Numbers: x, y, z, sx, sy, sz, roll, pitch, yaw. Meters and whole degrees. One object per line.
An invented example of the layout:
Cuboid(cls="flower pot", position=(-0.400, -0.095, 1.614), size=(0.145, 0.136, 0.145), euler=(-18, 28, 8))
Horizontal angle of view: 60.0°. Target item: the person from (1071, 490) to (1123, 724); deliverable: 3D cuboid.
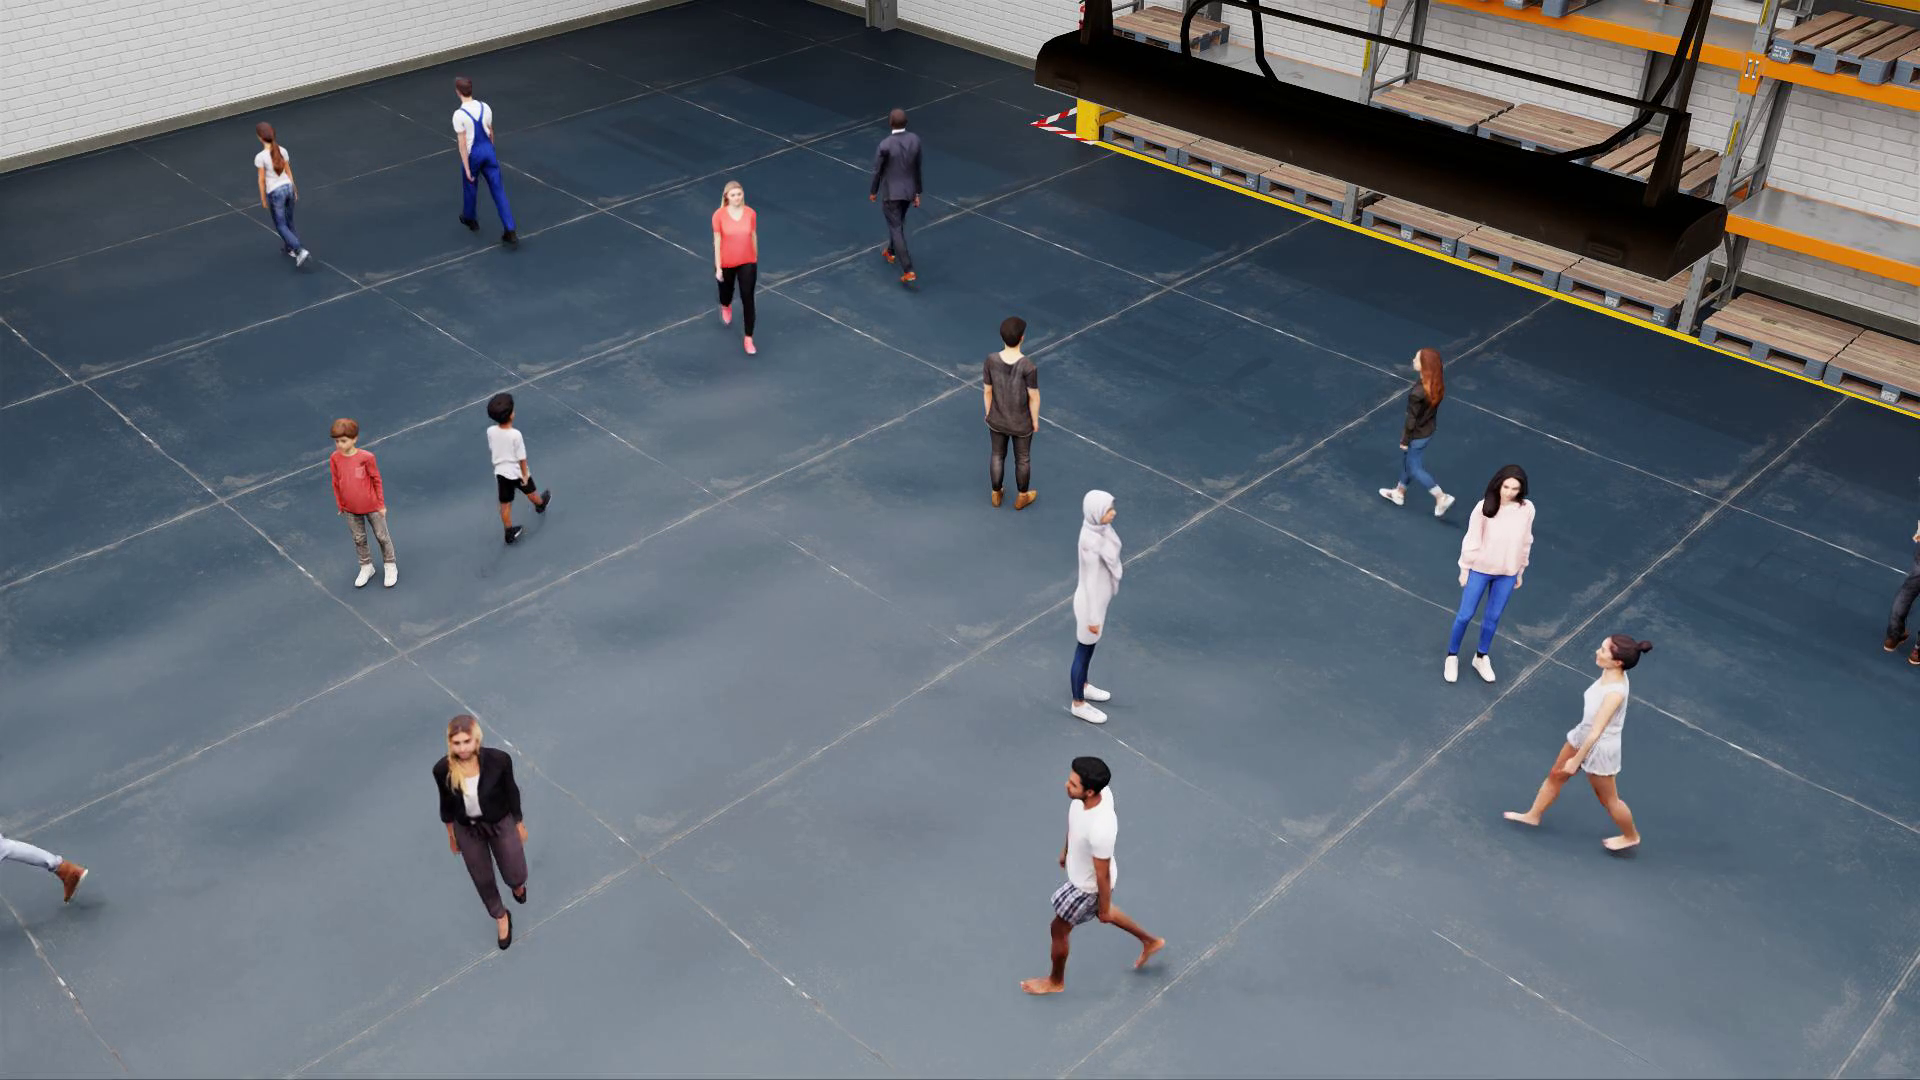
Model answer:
Cuboid(cls="person", position=(0.895, 0.428, 11.311), size=(0.691, 1.775, 0.688), euler=(9, 35, 13))

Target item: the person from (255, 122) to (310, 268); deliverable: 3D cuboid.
Cuboid(cls="person", position=(-7.202, -3.661, 17.674), size=(0.959, 1.540, 0.612), euler=(24, 40, 31))

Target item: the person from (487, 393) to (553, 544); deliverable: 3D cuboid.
Cuboid(cls="person", position=(-3.616, -0.541, 13.264), size=(0.860, 1.226, 0.827), euler=(8, 34, 11))

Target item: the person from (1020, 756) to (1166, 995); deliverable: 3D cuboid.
Cuboid(cls="person", position=(0.793, 1.855, 9.230), size=(1.126, 1.702, 1.081), euler=(-1, 34, -1))

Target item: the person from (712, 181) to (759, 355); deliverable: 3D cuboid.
Cuboid(cls="person", position=(-2.180, -2.672, 16.062), size=(0.914, 1.678, 1.098), euler=(-9, 35, -13))

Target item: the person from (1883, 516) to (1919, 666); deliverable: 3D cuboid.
Cuboid(cls="person", position=(6.987, 0.048, 11.798), size=(0.777, 1.868, 0.615), euler=(-16, 37, -23))

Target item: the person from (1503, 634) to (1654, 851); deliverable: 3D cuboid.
Cuboid(cls="person", position=(3.990, 1.284, 10.204), size=(1.133, 1.574, 0.950), euler=(7, 34, 11))

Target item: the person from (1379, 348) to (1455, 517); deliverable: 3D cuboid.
Cuboid(cls="person", position=(3.808, -0.861, 13.531), size=(0.916, 1.463, 0.653), euler=(22, 39, 29))

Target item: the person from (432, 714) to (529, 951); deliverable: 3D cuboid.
Cuboid(cls="person", position=(-2.718, 1.632, 9.598), size=(0.772, 1.665, 0.833), euler=(-5, 34, -7))

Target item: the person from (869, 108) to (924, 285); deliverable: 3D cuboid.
Cuboid(cls="person", position=(-0.624, -3.552, 17.273), size=(0.851, 1.804, 1.246), euler=(-20, 38, -27))

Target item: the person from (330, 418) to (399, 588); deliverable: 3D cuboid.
Cuboid(cls="person", position=(-4.573, -0.292, 12.718), size=(0.593, 1.417, 0.654), euler=(0, 34, 0))

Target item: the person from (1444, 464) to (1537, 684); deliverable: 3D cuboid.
Cuboid(cls="person", position=(3.712, 0.223, 11.625), size=(0.712, 1.769, 0.775), euler=(0, 34, 0))

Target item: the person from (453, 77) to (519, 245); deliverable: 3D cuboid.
Cuboid(cls="person", position=(-5.152, -4.079, 18.067), size=(0.715, 1.802, 1.305), euler=(-25, 41, -32))

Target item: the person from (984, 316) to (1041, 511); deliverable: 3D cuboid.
Cuboid(cls="person", position=(0.419, -1.031, 13.557), size=(0.645, 1.718, 0.764), euler=(11, 35, 15))
